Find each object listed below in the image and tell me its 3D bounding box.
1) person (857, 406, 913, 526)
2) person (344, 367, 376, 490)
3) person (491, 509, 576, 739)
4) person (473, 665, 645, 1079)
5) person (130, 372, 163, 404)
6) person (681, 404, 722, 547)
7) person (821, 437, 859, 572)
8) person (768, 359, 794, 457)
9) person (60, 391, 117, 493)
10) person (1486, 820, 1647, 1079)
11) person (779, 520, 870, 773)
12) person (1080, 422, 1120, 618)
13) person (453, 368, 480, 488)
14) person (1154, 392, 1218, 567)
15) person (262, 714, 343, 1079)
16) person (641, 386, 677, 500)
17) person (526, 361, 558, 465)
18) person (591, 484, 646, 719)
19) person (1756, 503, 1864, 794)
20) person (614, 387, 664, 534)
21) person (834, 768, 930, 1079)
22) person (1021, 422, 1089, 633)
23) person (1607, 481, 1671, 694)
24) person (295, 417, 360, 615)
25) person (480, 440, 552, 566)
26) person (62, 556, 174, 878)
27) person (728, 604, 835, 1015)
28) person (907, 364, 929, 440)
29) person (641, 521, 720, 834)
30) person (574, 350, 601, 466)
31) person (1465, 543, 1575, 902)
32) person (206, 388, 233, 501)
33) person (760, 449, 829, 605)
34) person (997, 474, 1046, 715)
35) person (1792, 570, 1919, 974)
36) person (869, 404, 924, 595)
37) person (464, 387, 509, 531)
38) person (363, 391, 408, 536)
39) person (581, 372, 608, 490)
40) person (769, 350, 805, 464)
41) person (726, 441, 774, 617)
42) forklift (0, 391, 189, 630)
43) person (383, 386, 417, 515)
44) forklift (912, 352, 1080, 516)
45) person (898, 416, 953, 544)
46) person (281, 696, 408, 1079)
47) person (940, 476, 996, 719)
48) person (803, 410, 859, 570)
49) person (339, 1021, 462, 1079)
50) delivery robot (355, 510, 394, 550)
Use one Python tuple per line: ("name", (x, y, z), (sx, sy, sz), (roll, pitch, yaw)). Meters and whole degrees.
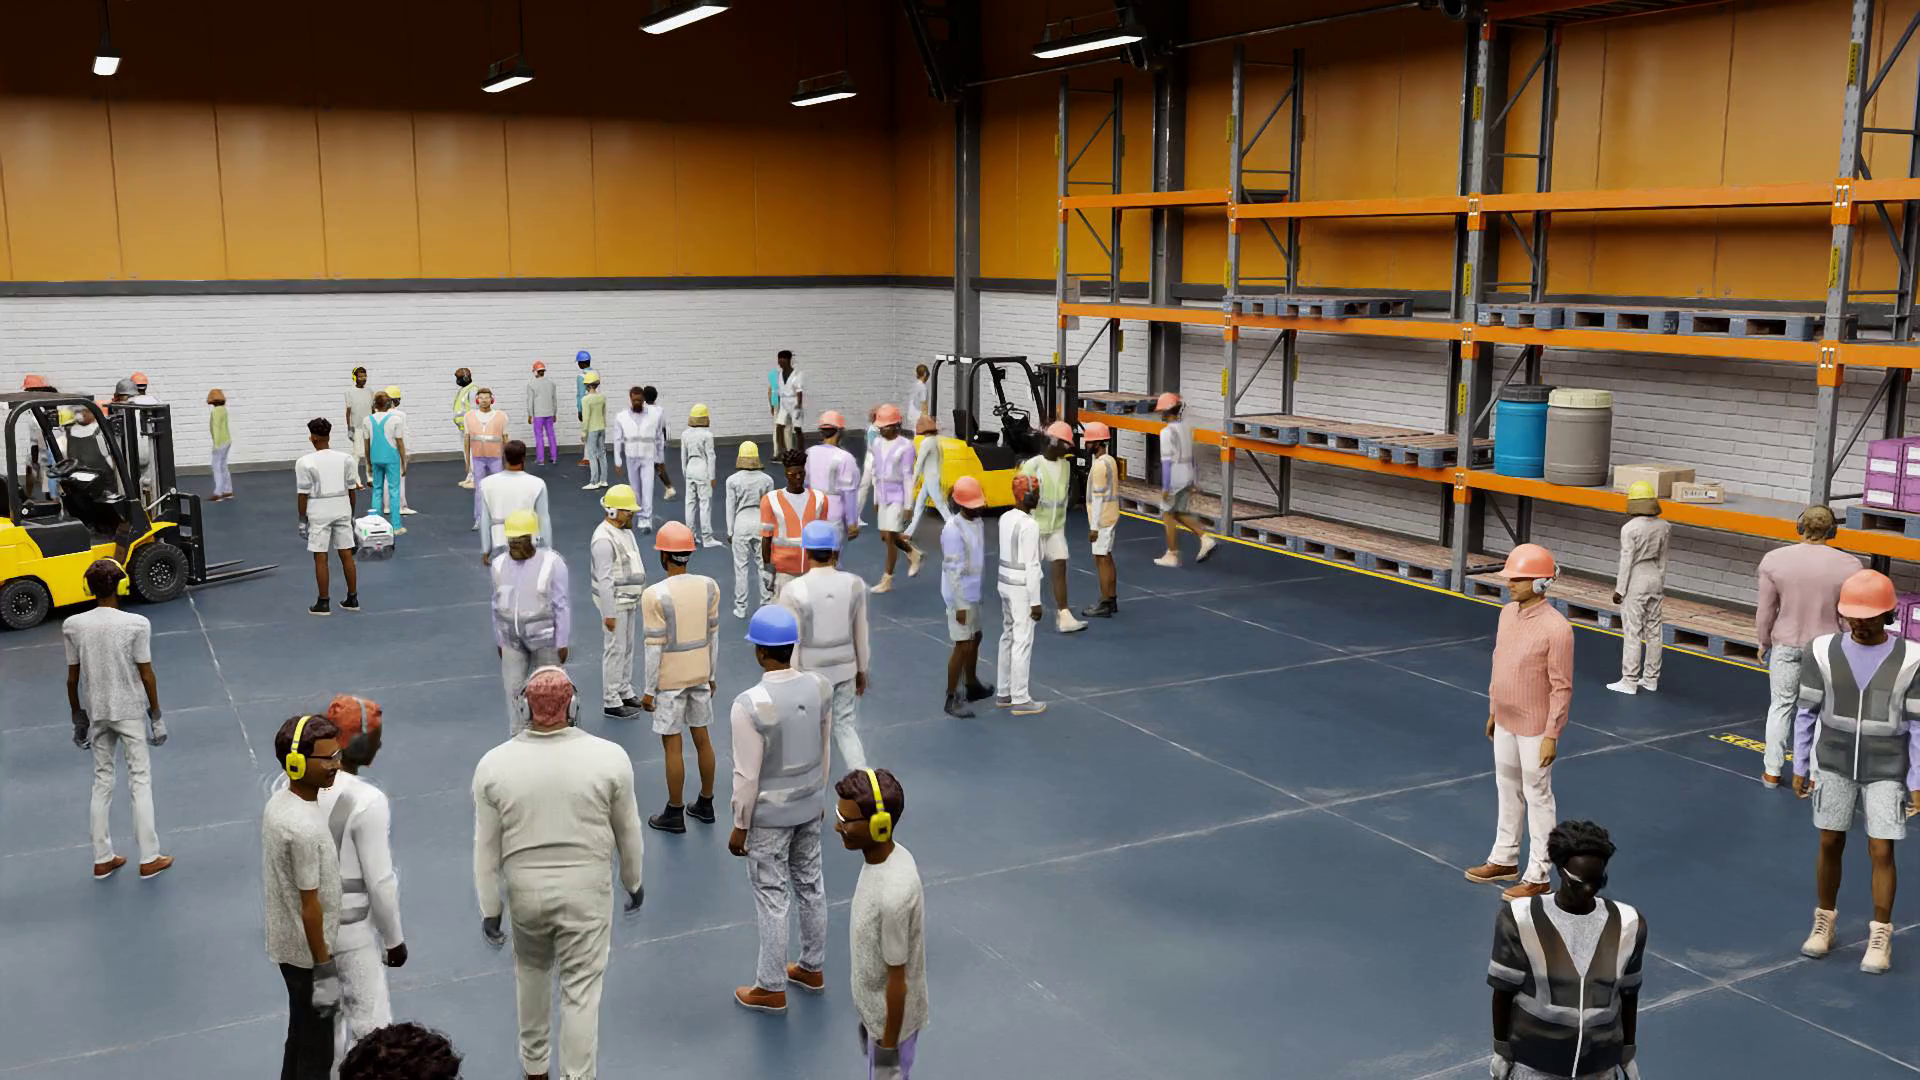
("person", (-1.041, -0.953, 21.652), (0.898, 1.583, 0.520), (4, 11, 22))
("person", (-9.019, -1.688, 25.115), (0.327, 1.862, 0.506), (7, 12, 37))
("person", (-3.006, 0.655, 11.747), (0.595, 1.812, 0.727), (2, 10, 9))
("person", (-1.659, 1.446, 6.988), (0.659, 1.881, 0.750), (-1, 10, -4))
("person", (-11.222, -1.339, 22.879), (0.378, 1.932, 0.551), (9, 13, 42))
("person", (-3.165, -0.789, 20.258), (0.487, 1.744, 0.314), (6, 11, 30))
("person", (-1.247, -0.219, 16.615), (0.531, 1.886, 0.665), (-7, 12, -33))
("person", (-3.053, -2.296, 28.638), (0.564, 1.845, 0.389), (5, 11, 27))
("person", (-9.826, -0.685, 18.807), (0.709, 2.000, 0.536), (0, 10, 0))
("person", (2.064, 1.764, 5.694), (0.533, 1.697, 0.319), (0, 10, 1))
("person", (-0.811, 0.835, 10.432), (0.619, 1.920, 0.853), (-5, 11, -28))
("person", (1.366, -0.200, 16.360), (0.396, 1.929, 0.539), (3, 10, 15))
("person", (-7.490, -1.709, 25.326), (0.428, 1.831, 0.631), (-7, 12, -35))
("person", (2.516, -0.668, 18.844), (0.731, 2.007, 0.615), (7, 12, 35))
("person", (-2.453, 1.573, 6.319), (0.335, 1.865, 0.519), (-6, 11, -31))
("person", (-4.409, -1.400, 24.056), (0.862, 1.659, 0.535), (5, 11, 26))
("person", (-7.068, -2.147, 28.107), (0.386, 1.739, 0.579), (8, 13, 39))
("person", (-2.619, 0.469, 12.806), (0.403, 1.821, 0.602), (1, 10, 4))
("person", (5.611, 0.720, 11.026), (0.632, 1.935, 0.368), (6, 12, 32))
("person", (-4.108, -1.025, 21.272), (0.618, 1.859, 1.009), (-2, 10, -10))
("person", (-0.270, 1.679, 5.726), (0.325, 1.862, 0.511), (-1, 10, -7))
("person", (0.865, -0.105, 15.649), (0.639, 1.979, 0.980), (-6, 11, -31))
("person", (5.520, 0.383, 13.538), (0.484, 1.735, 0.311), (-4, 11, -22))
("person", (-6.266, -0.237, 16.484), (0.386, 1.957, 0.603), (9, 13, 42))
("person", (-3.983, 0.049, 14.980), (0.616, 1.901, 0.454), (0, 10, 1))
("person", (-4.832, 1.021, 9.526), (0.515, 1.859, 0.320), (0, 10, 2))
("person", (-0.846, 1.263, 7.859), (0.384, 1.949, 0.605), (8, 13, 38))
("person", (-0.644, -1.842, 26.111), (0.400, 1.828, 0.707), (-2, 10, -13))
("person", (-1.742, 0.844, 10.300), (0.361, 1.938, 0.546), (9, 14, 43))
("person", (-6.228, -2.202, 27.844), (0.416, 1.939, 0.605), (3, 10, 19))
("person", (3.123, 1.003, 9.220), (0.381, 1.994, 0.613), (-3, 10, -17))
("person", (-10.702, -1.378, 24.032), (0.308, 1.625, 0.523), (-1, 10, -7))
("person", (-1.364, 0.213, 13.848), (0.607, 1.966, 0.367), (-5, 11, -25))
("person", (0.470, 0.418, 12.945), (0.351, 1.878, 0.568), (-3, 10, -19))
("person", (4.497, 1.143, 8.334), (0.612, 2.029, 0.409), (8, 12, 37))
("person", (-0.631, -0.451, 17.568), (0.624, 2.012, 0.824), (10, 14, 44))
("person", (-6.082, -1.042, 21.409), (0.566, 1.849, 0.387), (-1, 10, -7))
("person", (-7.253, -0.965, 20.997), (0.510, 1.841, 0.345), (1, 10, 5))
("person", (-5.538, -1.643, 25.116), (0.311, 1.768, 0.532), (5, 11, 25))
("person", (-2.909, -2.217, 27.945), (0.626, 1.919, 0.912), (5, 11, 28))
("person", (-2.065, -0.106, 16.362), (0.479, 1.733, 0.332), (-4, 11, -23))
("forklift", (-9.026, -0.363, 16.508), (1.214, 2.155, 2.313), (6, 11, 29))
("person", (-7.698, -1.218, 22.663), (0.533, 1.768, 0.311), (4, 11, 23))
("forklift", (0.460, -1.461, 22.833), (2.313, 2.155, 1.214), (-5, 11, -28))
("person", (-0.383, -0.728, 20.378), (0.873, 1.573, 0.493), (2, 10, 10))
("person", (-2.425, 1.539, 6.557), (0.818, 1.865, 0.405), (8, 13, 39))
("person", (0.095, 0.414, 12.943), (0.378, 1.890, 0.801), (4, 11, 21))
("person", (-1.263, -0.258, 16.397), (0.699, 2.029, 0.423), (7, 12, 37))
("person", (-1.330, 1.993, 3.717), (0.670, 1.929, 0.469), (-2, 10, -11))
("delivery robot", (-6.883, -0.113, 19.518), (0.477, 0.478, 0.707), (-5, 11, -28))
